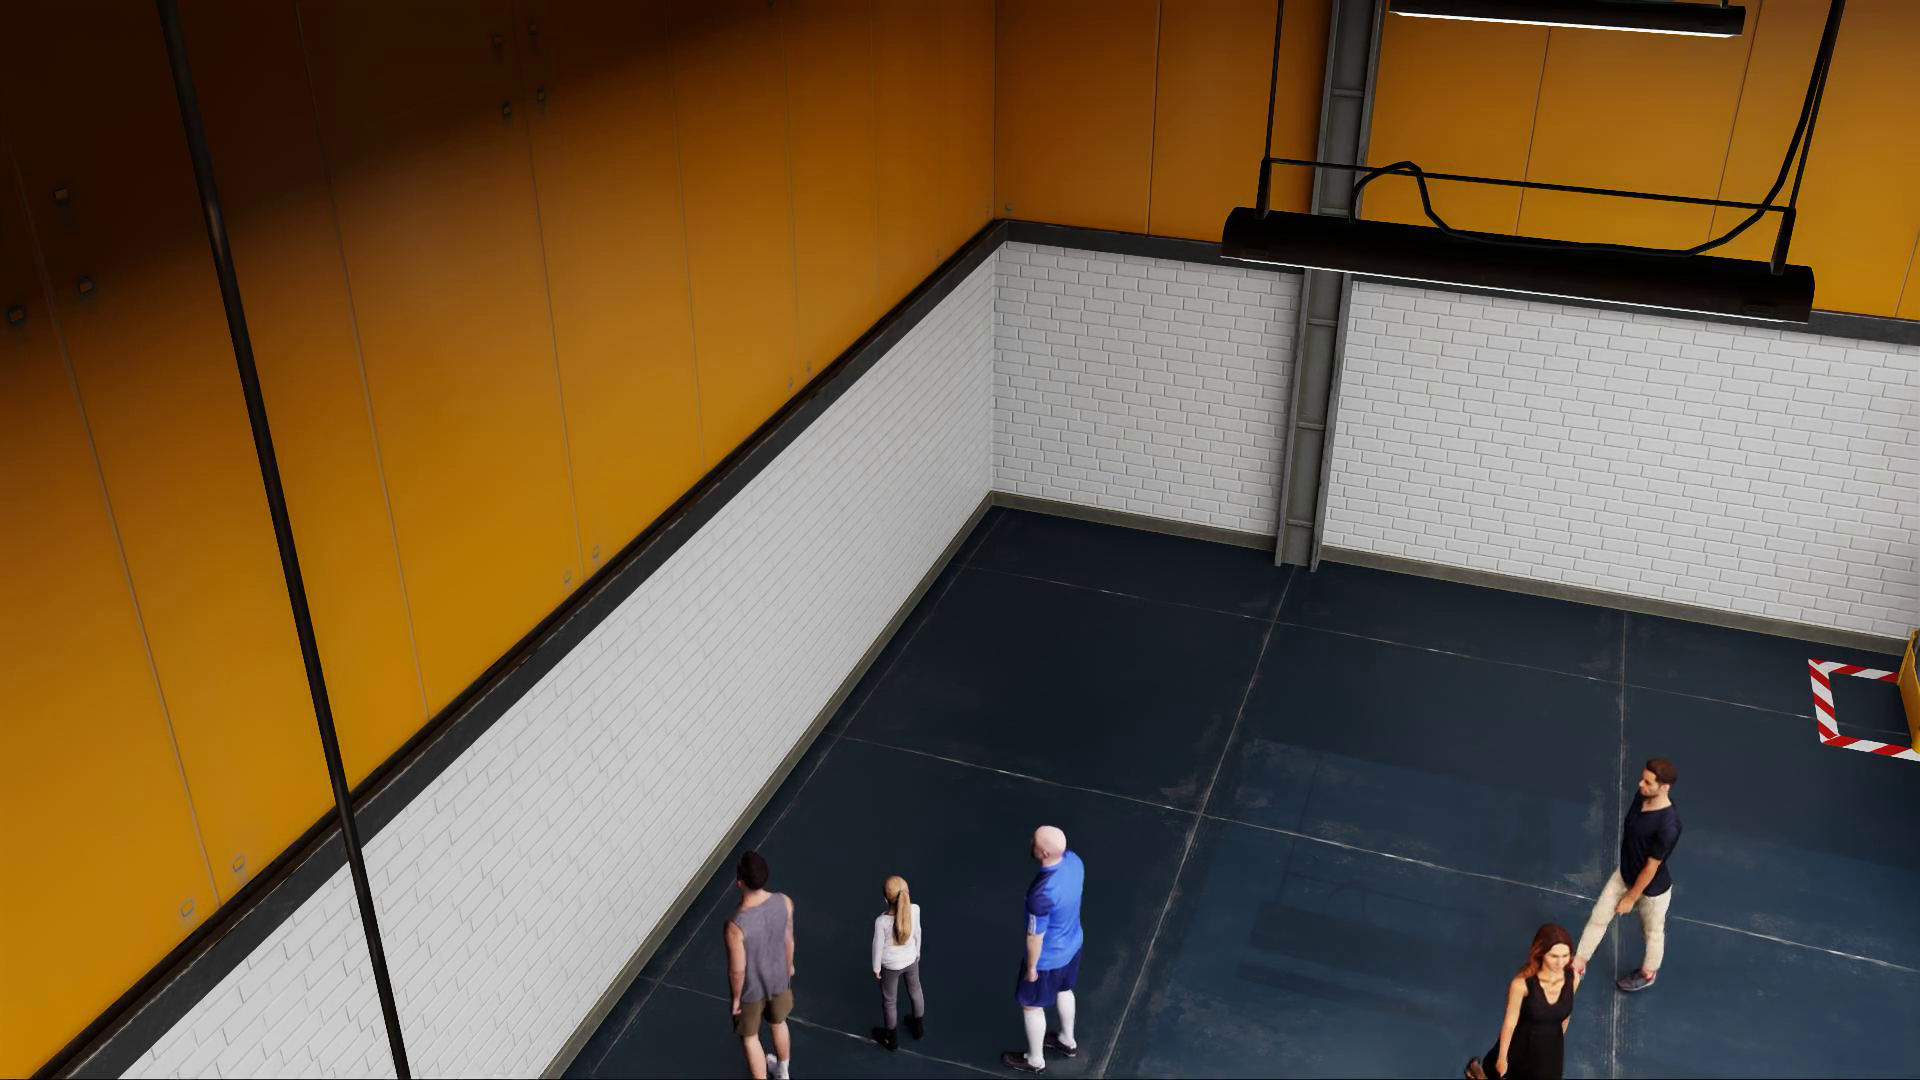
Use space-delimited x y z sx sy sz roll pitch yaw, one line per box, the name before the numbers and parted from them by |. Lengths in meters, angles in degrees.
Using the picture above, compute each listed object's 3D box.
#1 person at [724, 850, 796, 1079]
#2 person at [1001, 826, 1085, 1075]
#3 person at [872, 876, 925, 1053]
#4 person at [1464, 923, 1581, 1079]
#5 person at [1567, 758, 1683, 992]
person | -1.158 2.607 9.853 0.764 1.850 0.815 -23 36 -35
person | 0.587 2.460 10.075 0.701 1.837 0.729 16 33 27
person | -0.376 2.626 10.358 0.567 1.275 0.619 -16 32 -26
person | 3.163 2.846 9.392 1.070 1.814 0.965 -4 29 -8
person | 4.449 2.167 10.624 1.079 1.826 0.918 -5 29 -9
